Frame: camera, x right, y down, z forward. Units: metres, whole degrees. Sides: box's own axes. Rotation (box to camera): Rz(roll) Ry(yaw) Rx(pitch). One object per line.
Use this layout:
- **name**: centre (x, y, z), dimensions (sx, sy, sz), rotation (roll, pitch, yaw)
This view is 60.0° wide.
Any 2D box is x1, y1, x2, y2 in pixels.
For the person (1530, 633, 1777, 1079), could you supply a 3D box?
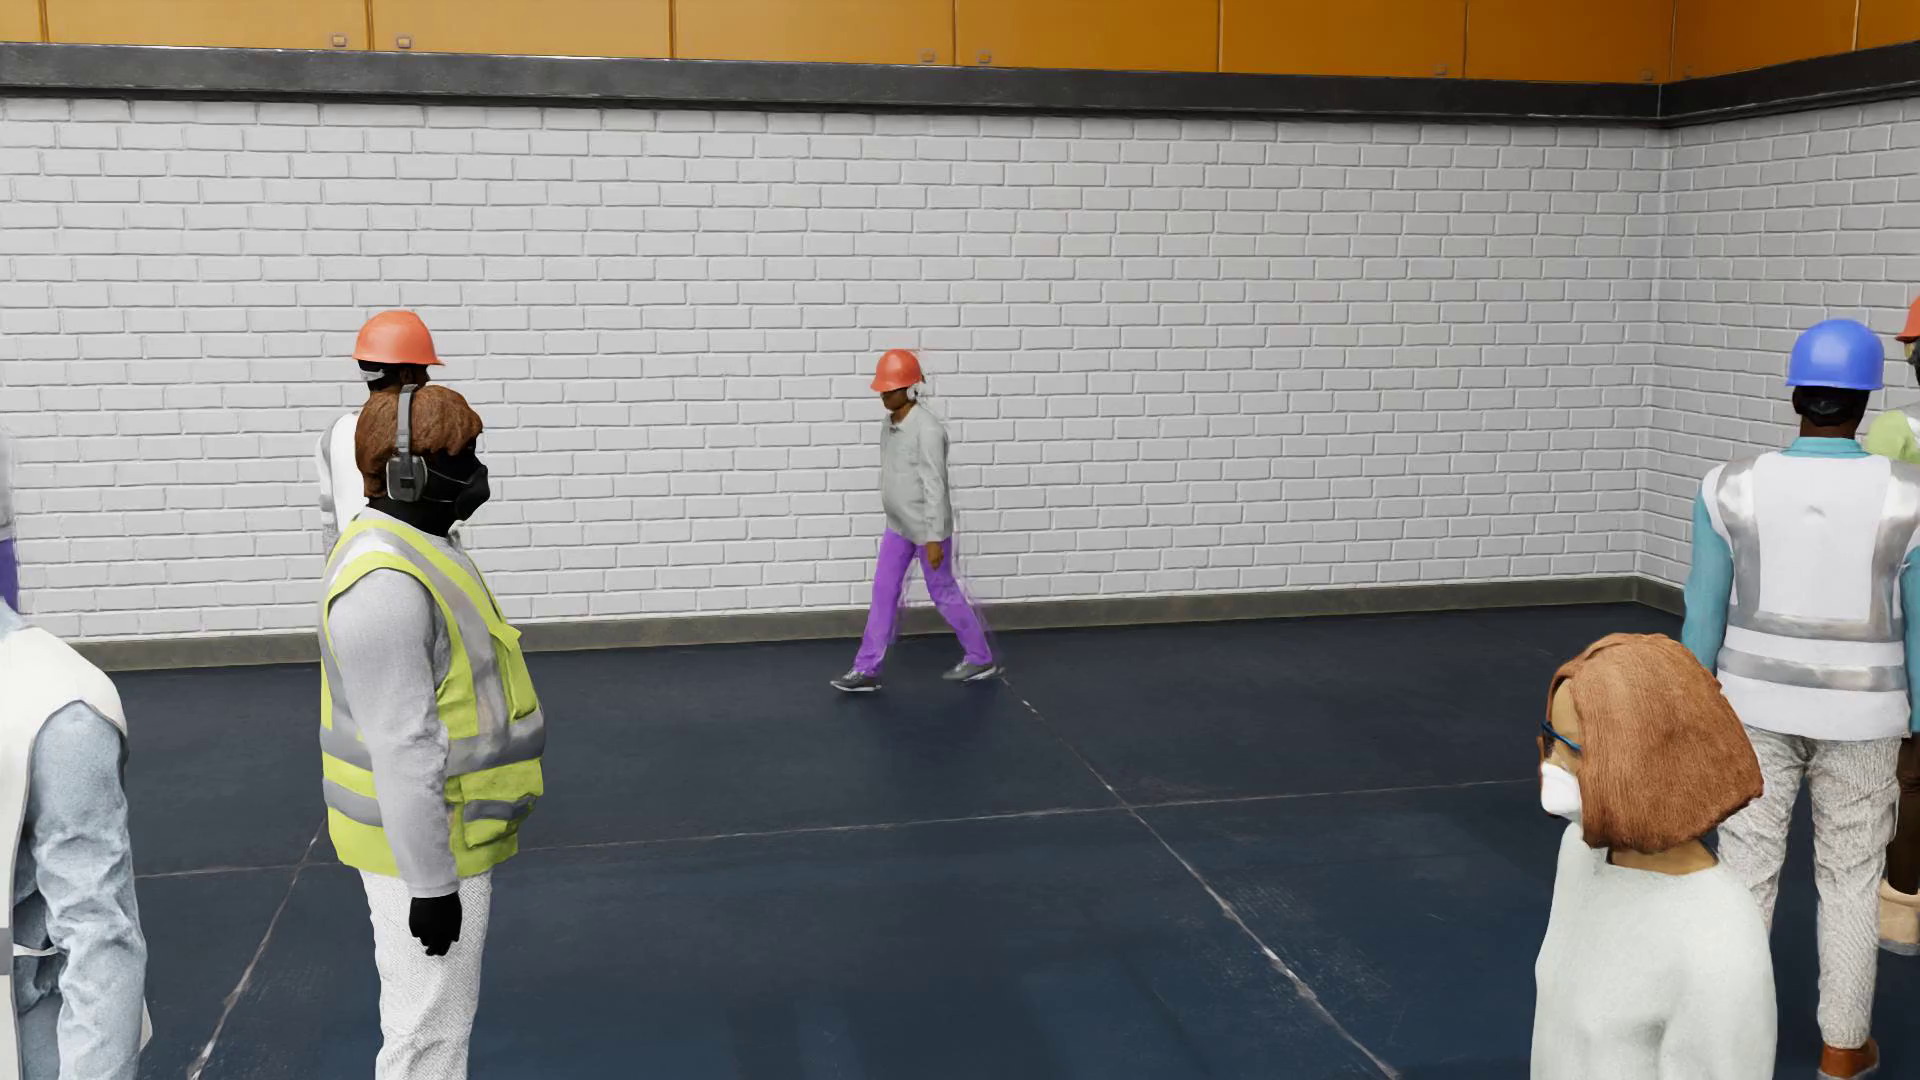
- **person**: centre (0.853, 0.919, 2.144), dimensions (0.277, 1.627, 0.505), rotation (0, 9, 1)

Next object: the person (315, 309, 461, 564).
- **person**: centre (-1.848, 0.207, 5.539), dimensions (0.553, 1.935, 0.371), rotation (5, 11, 29)

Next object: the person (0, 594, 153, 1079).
- **person**: centre (-1.333, 0.752, 2.258), dimensions (0.591, 1.922, 0.392), rotation (4, 10, 24)

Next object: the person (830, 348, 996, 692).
- **person**: centre (-0.210, -0.095, 8.136), dimensions (0.897, 1.690, 0.618), rotation (-6, 11, -31)

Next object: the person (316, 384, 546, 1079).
- **person**: centre (-1.057, 0.606, 3.393), dimensions (0.429, 1.844, 0.627), rotation (-2, 10, -14)

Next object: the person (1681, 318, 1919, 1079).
- **person**: centre (2.147, 0.421, 4.199), dimensions (0.611, 1.944, 0.402), rotation (6, 11, 31)
